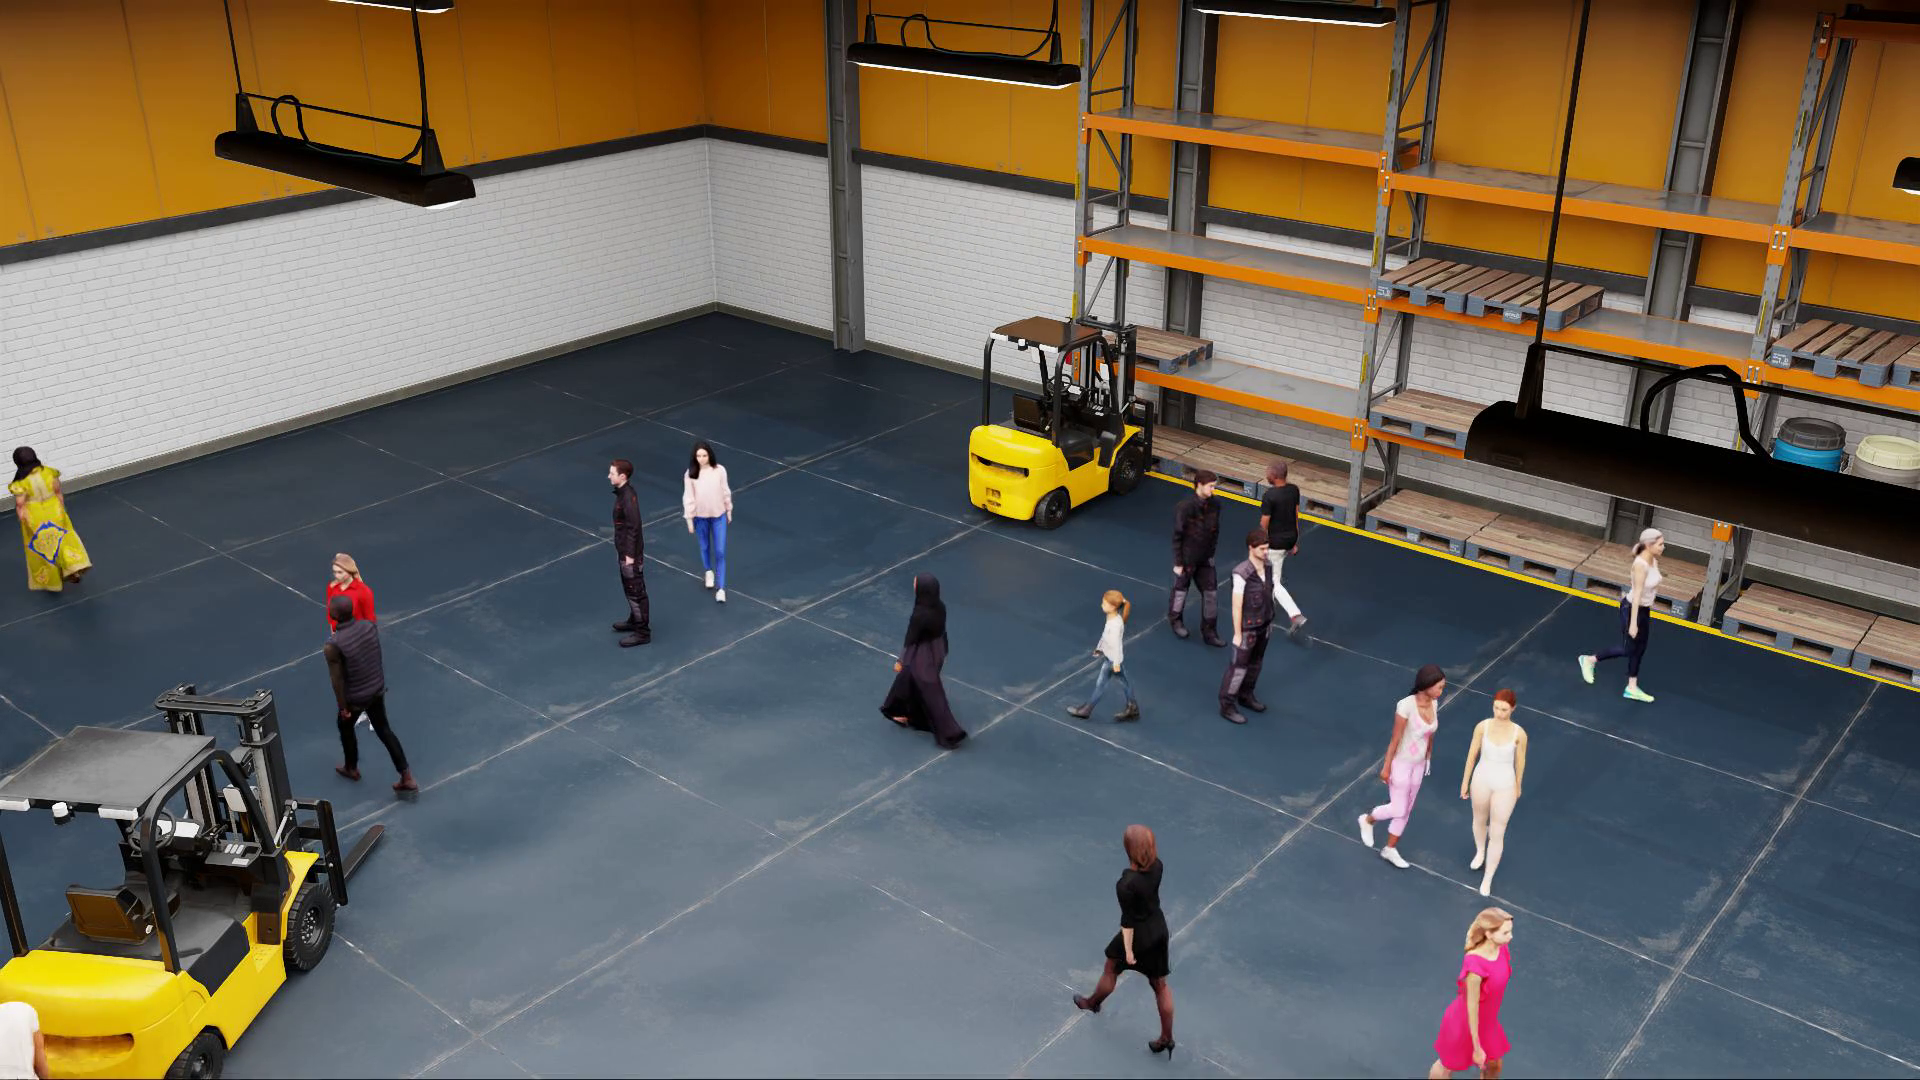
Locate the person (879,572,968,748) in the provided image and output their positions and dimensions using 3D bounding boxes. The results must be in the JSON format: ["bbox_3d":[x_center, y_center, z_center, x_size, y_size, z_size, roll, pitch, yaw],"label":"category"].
[{"bbox_3d":[-0.231,1.054,14.575,1.170,1.603,0.804,11,26,23],"label":"person"}]

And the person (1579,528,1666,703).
[{"bbox_3d":[6.152,0.673,15.336,0.918,1.691,0.612,18,29,35],"label":"person"}]

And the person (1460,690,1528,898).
[{"bbox_3d":[4.106,1.846,12.743,0.866,1.620,0.745,11,26,24],"label":"person"}]

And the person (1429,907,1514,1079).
[{"bbox_3d":[3.045,2.919,10.178,0.653,1.707,0.857,-18,30,-36],"label":"person"}]

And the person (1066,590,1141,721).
[{"bbox_3d":[1.449,1.064,14.945,0.934,1.289,0.819,1,24,2],"label":"person"}]

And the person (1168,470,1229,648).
[{"bbox_3d":[2.253,0.136,16.420,0.956,1.808,1.093,-12,26,-25],"label":"person"}]

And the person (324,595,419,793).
[{"bbox_3d":[-4.884,1.308,13.761,1.213,1.790,0.820,14,27,29],"label":"person"}]

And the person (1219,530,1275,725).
[{"bbox_3d":[2.608,0.747,14.978,0.587,1.842,0.653,22,32,40],"label":"person"}]

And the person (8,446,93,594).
[{"bbox_3d":[-9.530,-0.194,17.374,0.880,1.648,0.743,17,29,33],"label":"person"}]

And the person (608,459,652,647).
[{"bbox_3d":[-3.265,0.095,16.380,0.841,1.914,0.728,-7,25,-16],"label":"person"}]

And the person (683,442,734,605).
[{"bbox_3d":[-2.631,-0.232,17.381,1.130,1.713,1.225,-3,24,-8],"label":"person"}]

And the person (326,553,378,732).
[{"bbox_3d":[-5.381,0.890,14.821,0.614,1.706,0.746,5,24,11],"label":"person"}]

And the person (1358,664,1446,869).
[{"bbox_3d":[3.410,1.714,12.923,0.761,1.718,0.833,-12,26,-25],"label":"person"}]

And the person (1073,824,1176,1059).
[{"bbox_3d":[1.261,2.645,10.854,0.661,1.668,1.048,-21,31,-40],"label":"person"}]

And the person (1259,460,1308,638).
[{"bbox_3d":[3.226,0.094,16.561,0.865,1.771,1.219,-16,28,-32],"label":"person"}]
